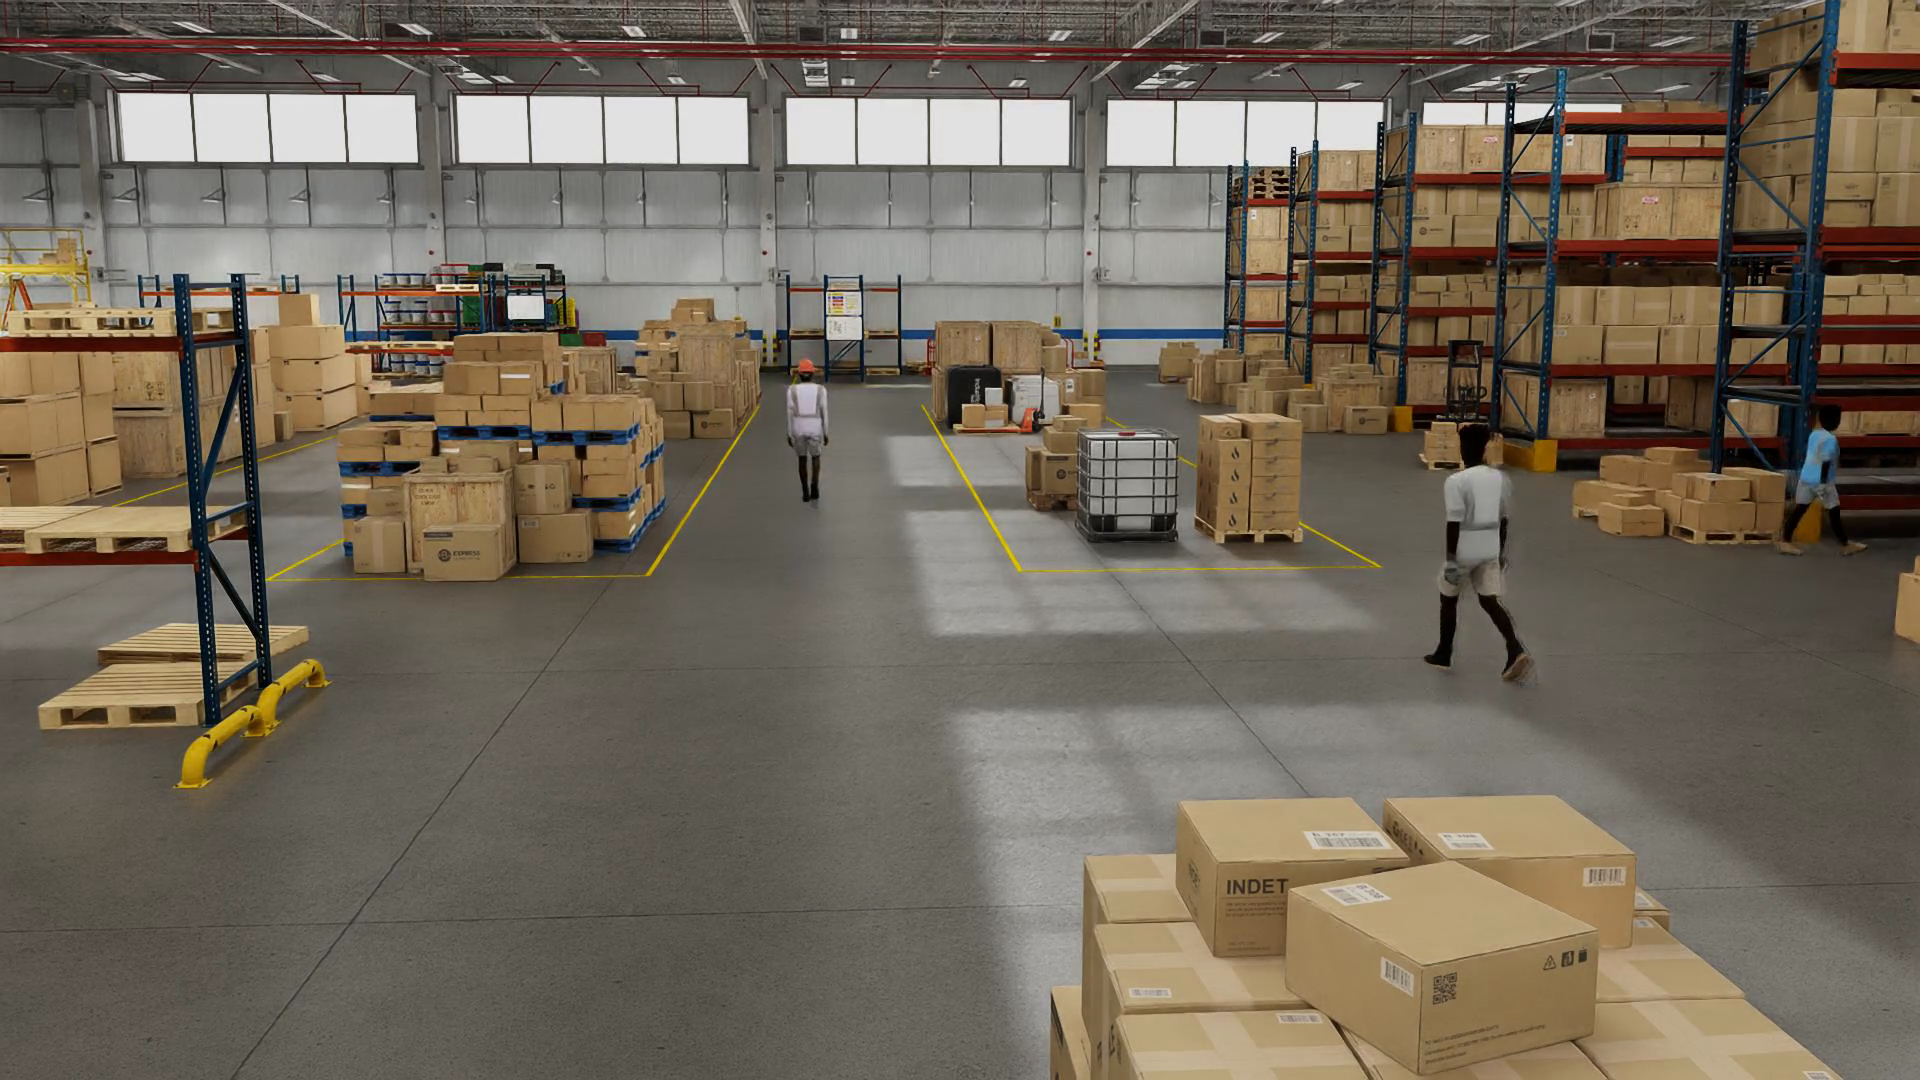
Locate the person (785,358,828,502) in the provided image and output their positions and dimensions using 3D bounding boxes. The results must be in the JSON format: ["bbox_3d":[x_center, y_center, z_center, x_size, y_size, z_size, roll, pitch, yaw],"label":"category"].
[{"bbox_3d":[-2.039,-1.457,22.162,0.566,1.924,0.463,-1,9,-7],"label":"person"}]

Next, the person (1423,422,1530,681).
[{"bbox_3d":[3.902,0.086,12.474,0.607,1.939,0.907,-4,10,-24],"label":"person"}]

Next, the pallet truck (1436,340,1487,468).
[{"bbox_3d":[8.004,-2.170,26.422,0.823,1.965,1.885,2,9,14],"label":"pallet truck"}]

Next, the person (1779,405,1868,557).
[{"bbox_3d":[9.271,-0.631,17.838,0.882,1.637,0.538,0,9,1],"label":"person"}]

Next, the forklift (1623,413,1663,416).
[{"bbox_3d":[14.249,-4.118,35.887,1.873,2.768,1.129,4,10,24],"label":"forklift"}]
